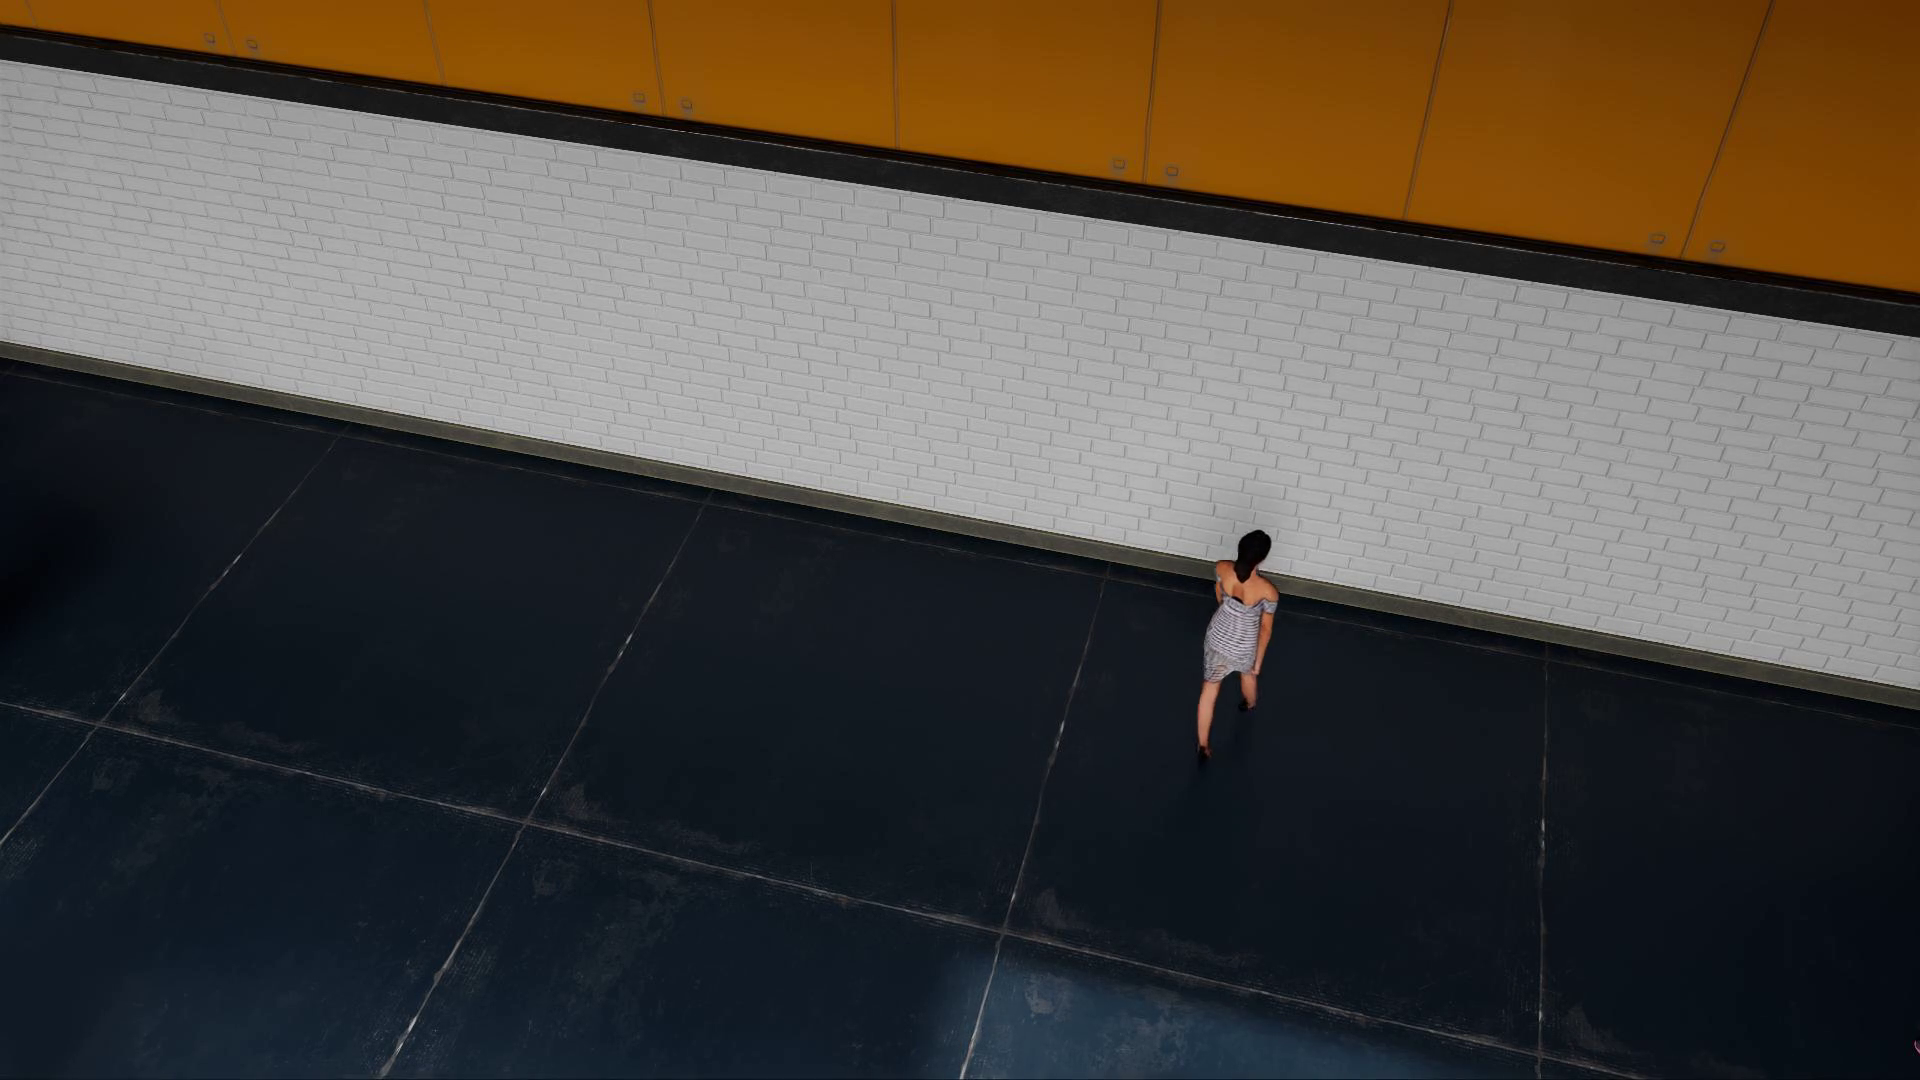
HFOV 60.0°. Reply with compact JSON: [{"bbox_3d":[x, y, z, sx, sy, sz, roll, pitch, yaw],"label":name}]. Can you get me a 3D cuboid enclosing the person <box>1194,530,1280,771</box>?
[{"bbox_3d":[1.574,0.699,9.921,0.775,1.792,1.027,23,48,23],"label":"person"}]
